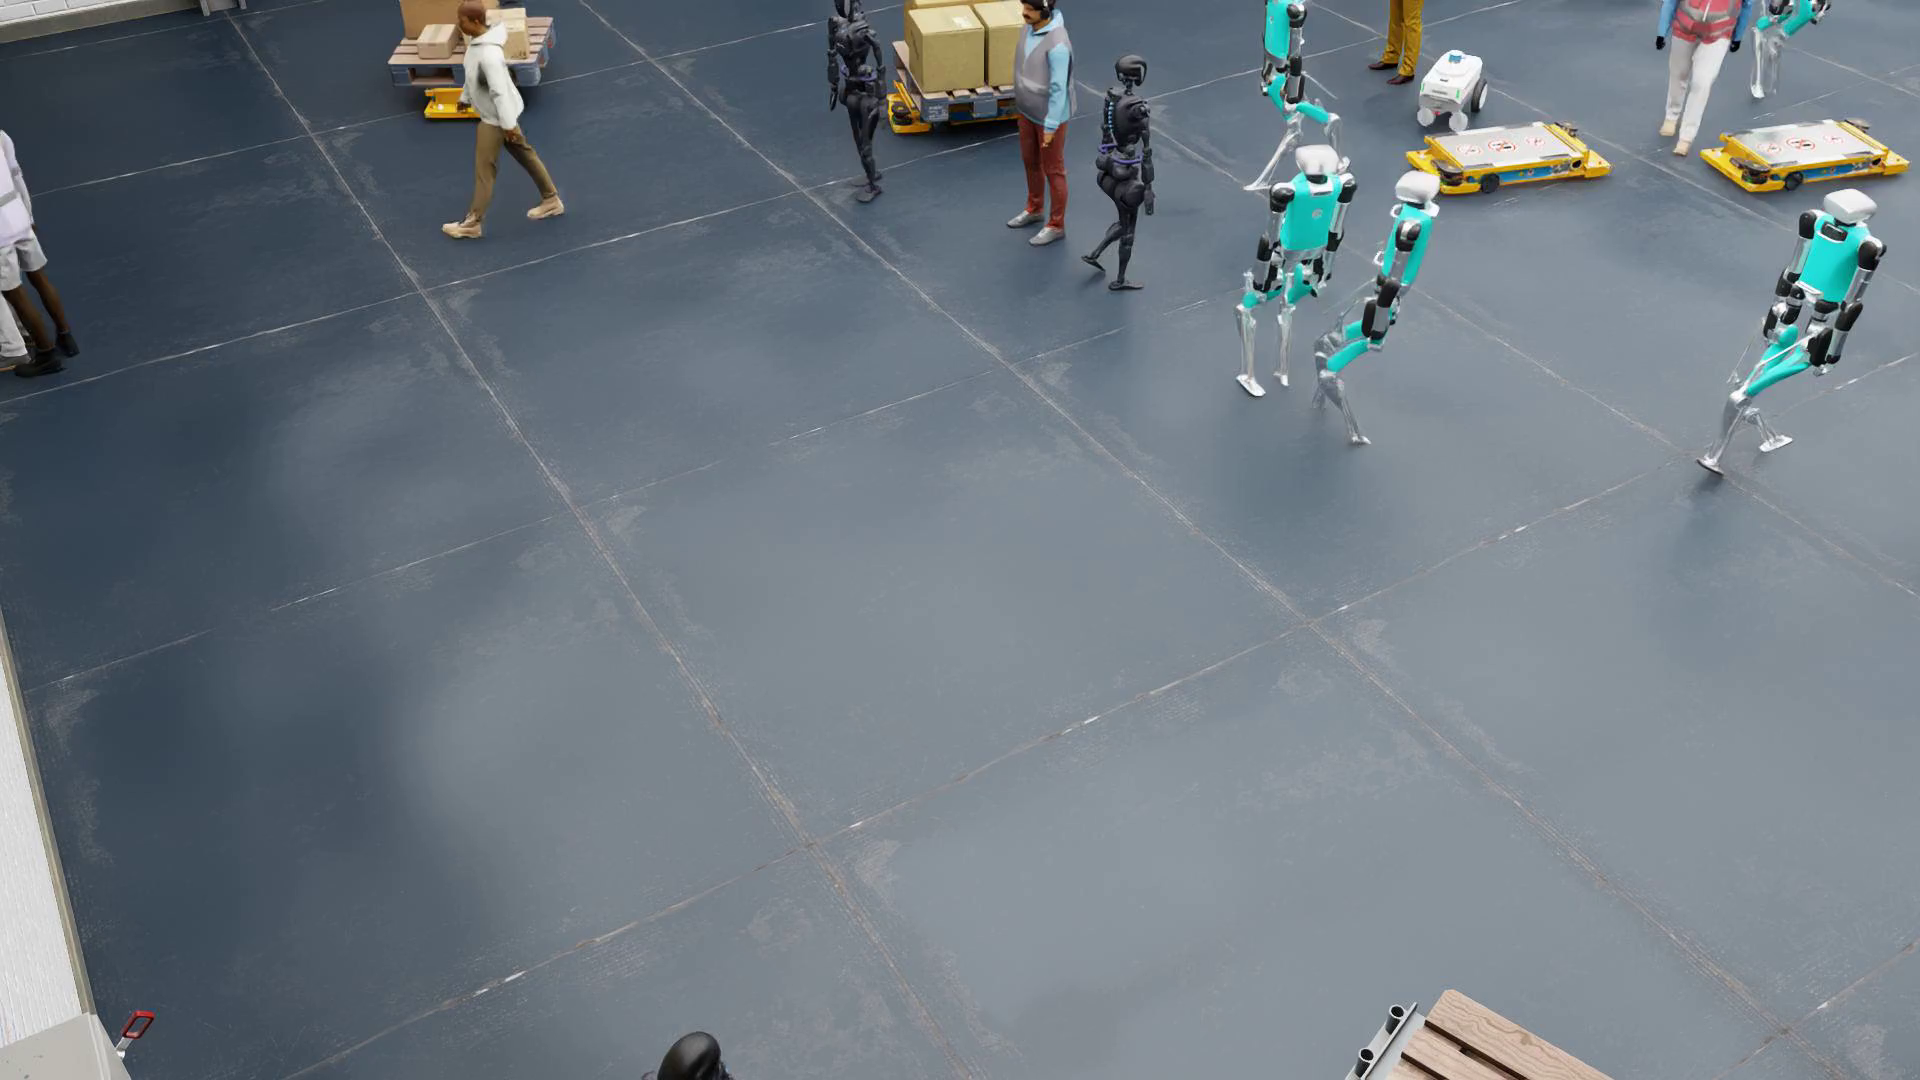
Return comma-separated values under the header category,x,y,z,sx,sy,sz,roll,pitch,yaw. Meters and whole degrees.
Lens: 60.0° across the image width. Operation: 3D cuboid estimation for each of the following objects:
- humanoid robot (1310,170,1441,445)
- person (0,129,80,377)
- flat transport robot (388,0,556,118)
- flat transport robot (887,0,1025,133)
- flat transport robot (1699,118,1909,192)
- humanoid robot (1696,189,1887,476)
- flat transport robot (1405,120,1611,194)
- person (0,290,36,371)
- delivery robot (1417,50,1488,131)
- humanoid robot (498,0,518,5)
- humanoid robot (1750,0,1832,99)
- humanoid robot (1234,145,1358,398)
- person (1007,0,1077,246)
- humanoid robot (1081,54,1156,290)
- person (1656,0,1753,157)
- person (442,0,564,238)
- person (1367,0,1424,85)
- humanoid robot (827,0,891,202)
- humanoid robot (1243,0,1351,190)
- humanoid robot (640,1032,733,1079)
category,x,y,z,sx,sy,sz,roll,pitch,yaw
humanoid robot,2.316,-1.382,9.903,0.809,1.810,0.534,15,41,19
person,-6.034,-1.947,10.428,0.426,1.919,0.563,10,40,13
flat transport robot,-4.142,-4.011,14.353,0.659,0.231,1.431,-1,38,-1
flat transport robot,0.076,-3.687,13.944,1.431,0.231,0.659,-9,39,-11
flat transport robot,6.668,-3.037,13.124,1.431,0.231,0.659,-9,39,-12
humanoid robot,4.662,-1.115,9.566,1.027,1.785,0.540,-16,41,-19
flat transport robot,4.315,-3.011,13.091,1.431,0.231,0.659,-9,39,-11
person,-6.249,-1.955,10.467,0.341,1.878,0.575,-5,39,-6
delivery robot,4.083,-3.774,13.835,0.499,0.609,0.780,19,42,22
humanoid robot,-4.410,-5.825,15.511,0.331,1.652,0.605,-14,40,-17
humanoid robot,6.865,-4.449,13.778,0.539,1.844,0.783,-4,39,-5
humanoid robot,1.981,-1.680,10.232,0.530,1.771,0.749,-10,40,-13
person,0.592,-3.031,11.830,0.418,1.870,0.530,-21,43,-24
humanoid robot,1.096,-2.478,11.283,0.383,1.647,0.597,-19,42,-22
person,5.774,-3.934,13.013,0.637,1.805,0.877,19,42,22
person,-3.381,-3.037,11.958,0.902,1.719,0.519,-11,40,-14
person,3.792,-4.754,14.096,0.339,1.751,0.536,-10,39,-12
humanoid robot,-0.701,-3.343,12.384,0.603,1.634,0.456,30,47,32
humanoid robot,2.679,-3.457,12.496,0.961,1.769,0.540,-11,40,-13
humanoid robot,-0.775,2.147,5.497,0.589,1.628,0.798,17,41,20
